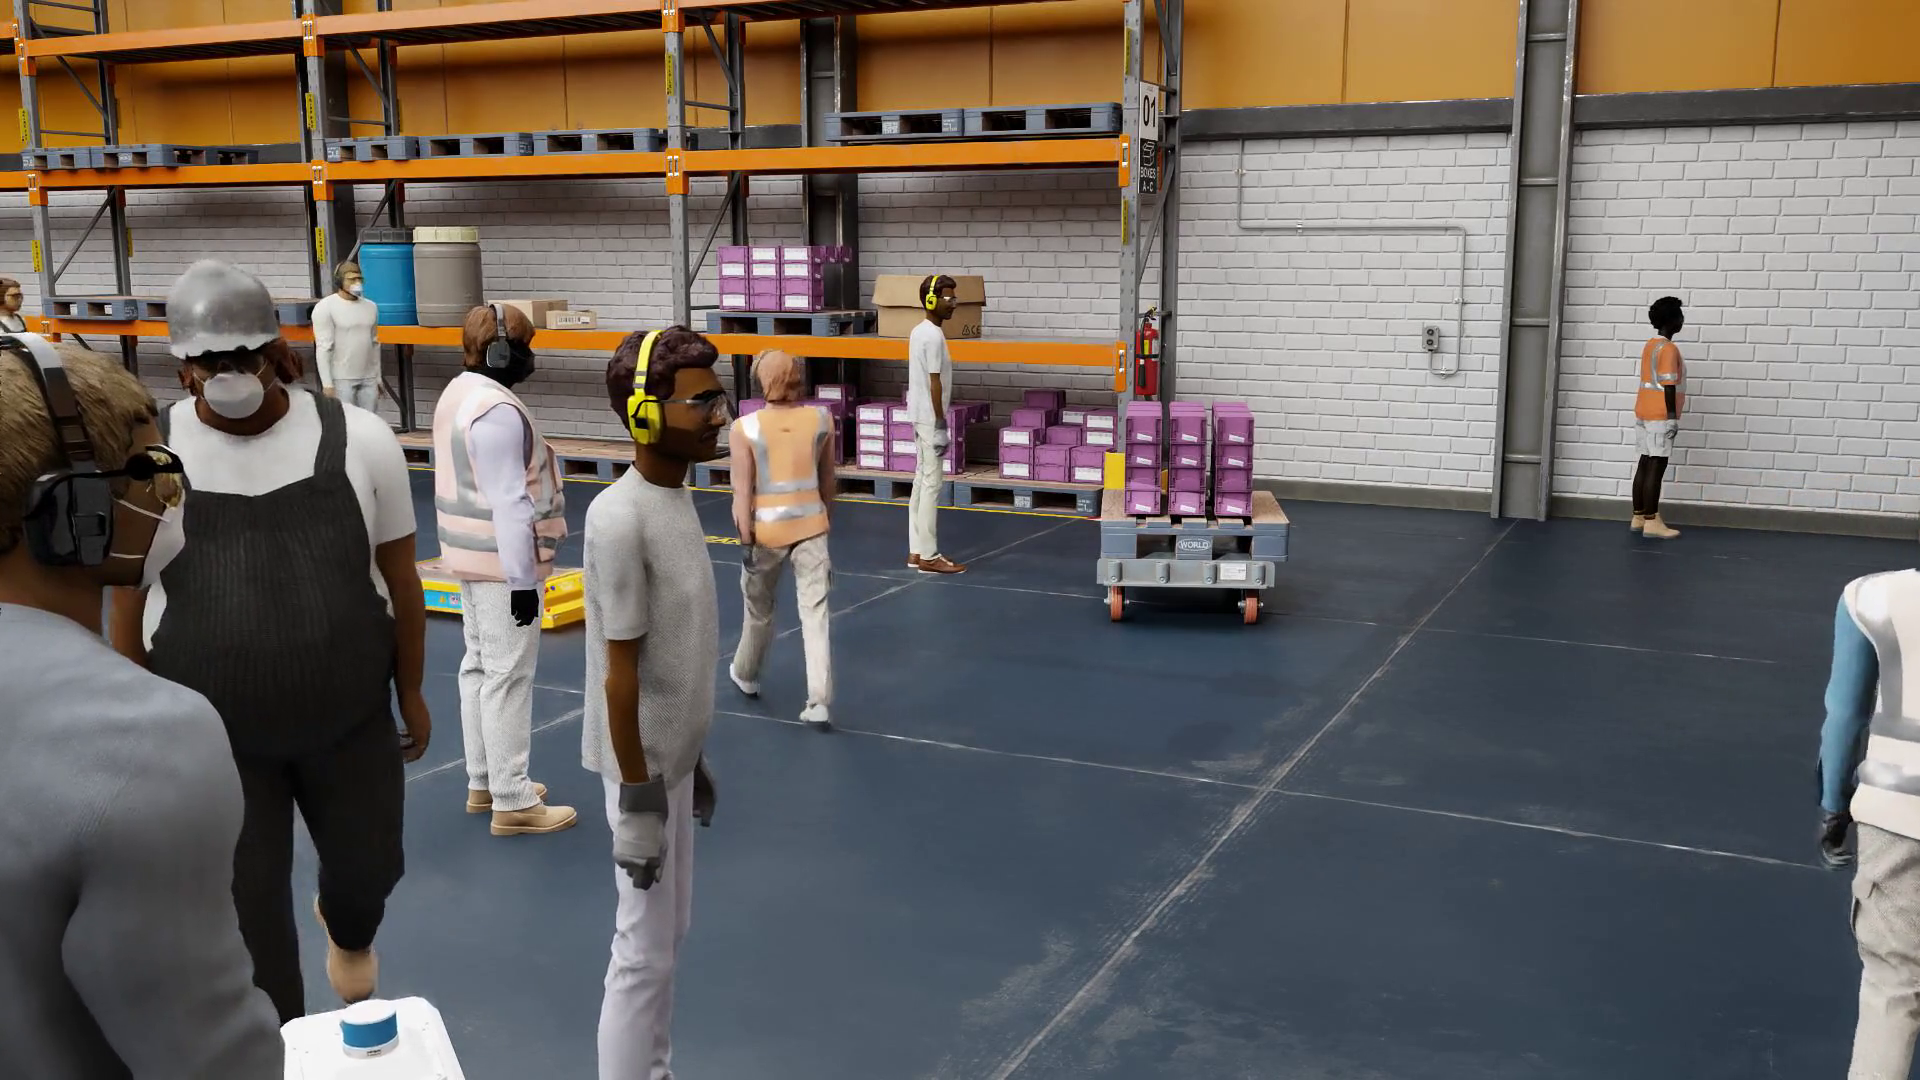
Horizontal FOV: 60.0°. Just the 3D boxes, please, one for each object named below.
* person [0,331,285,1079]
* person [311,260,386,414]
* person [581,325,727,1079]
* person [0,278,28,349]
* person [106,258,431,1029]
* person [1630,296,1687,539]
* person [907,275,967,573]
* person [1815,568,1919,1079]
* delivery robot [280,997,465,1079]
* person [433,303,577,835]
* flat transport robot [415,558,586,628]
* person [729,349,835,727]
[{"bbox_3d":[-0.947,0.750,1.811,0.629,1.940,0.379,6,12,32],"label":"person"},{"bbox_3d":[-4.946,-1.296,13.522,0.352,1.937,0.635,5,11,27],"label":"person"},{"bbox_3d":[-0.617,0.488,3.508,0.331,1.872,0.513,0,10,3],"label":"person"},{"bbox_3d":[-7.876,-1.259,13.731,0.970,1.809,0.508,-1,10,-4],"label":"person"},{"bbox_3d":[-1.607,0.337,3.883,0.691,2.000,0.705,-5,11,-25],"label":"person"},{"bbox_3d":[4.947,-0.866,11.749,0.318,1.700,0.535,1,10,6],"label":"person"},{"bbox_3d":[-0.165,-0.725,10.473,0.335,1.865,0.520,-2,10,-13],"label":"person"},{"bbox_3d":[2.078,0.629,3.508,0.541,1.602,0.815,7,12,35],"label":"person"},{"bbox_3d":[-1.141,1.143,3.250,0.477,0.478,0.707,-5,11,-25],"label":"delivery robot"},{"bbox_3d":[-1.591,0.099,5.818,0.429,1.840,0.636,-6,11,-30],"label":"person"},{"bbox_3d":[-2.644,0.273,9.309,1.431,0.197,0.652,5,11,25],"label":"flat transport robot"},{"bbox_3d":[-0.771,-0.024,7.221,0.512,1.590,0.873,-5,11,-25],"label":"person"}]
